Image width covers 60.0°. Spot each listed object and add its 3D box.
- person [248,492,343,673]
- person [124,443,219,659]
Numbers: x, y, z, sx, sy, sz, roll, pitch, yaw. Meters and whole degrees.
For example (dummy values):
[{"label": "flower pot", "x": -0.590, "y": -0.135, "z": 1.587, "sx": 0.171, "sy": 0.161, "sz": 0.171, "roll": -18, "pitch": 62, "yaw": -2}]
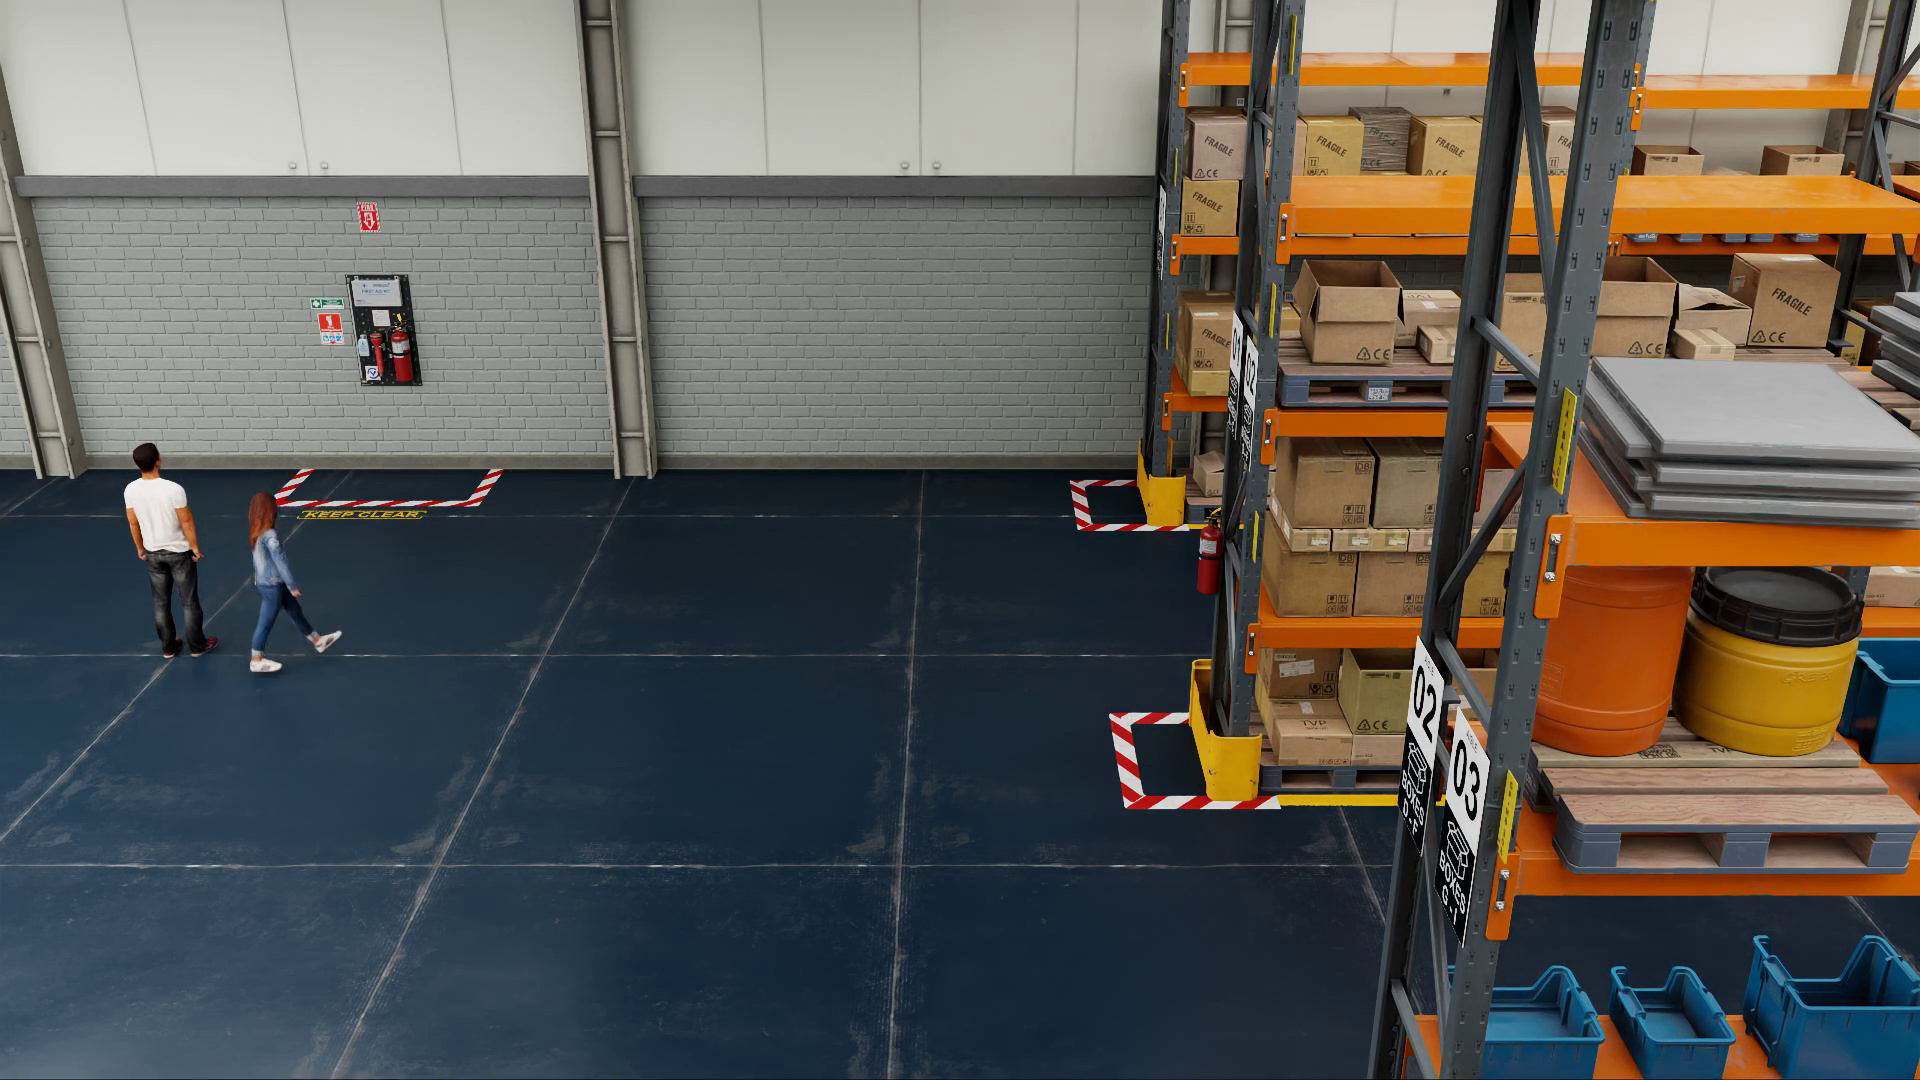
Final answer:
[{"label": "person", "x": -5.473, "y": 0.363, "z": 13.046, "sx": 1.071, "sy": 1.443, "sz": 0.916, "roll": -13, "pitch": 26, "yaw": -27}, {"label": "person", "x": -6.322, "y": 0.082, "z": 13.247, "sx": 0.453, "sy": 1.804, "sz": 0.697, "roll": 0, "pitch": 23, "yaw": -1}]
